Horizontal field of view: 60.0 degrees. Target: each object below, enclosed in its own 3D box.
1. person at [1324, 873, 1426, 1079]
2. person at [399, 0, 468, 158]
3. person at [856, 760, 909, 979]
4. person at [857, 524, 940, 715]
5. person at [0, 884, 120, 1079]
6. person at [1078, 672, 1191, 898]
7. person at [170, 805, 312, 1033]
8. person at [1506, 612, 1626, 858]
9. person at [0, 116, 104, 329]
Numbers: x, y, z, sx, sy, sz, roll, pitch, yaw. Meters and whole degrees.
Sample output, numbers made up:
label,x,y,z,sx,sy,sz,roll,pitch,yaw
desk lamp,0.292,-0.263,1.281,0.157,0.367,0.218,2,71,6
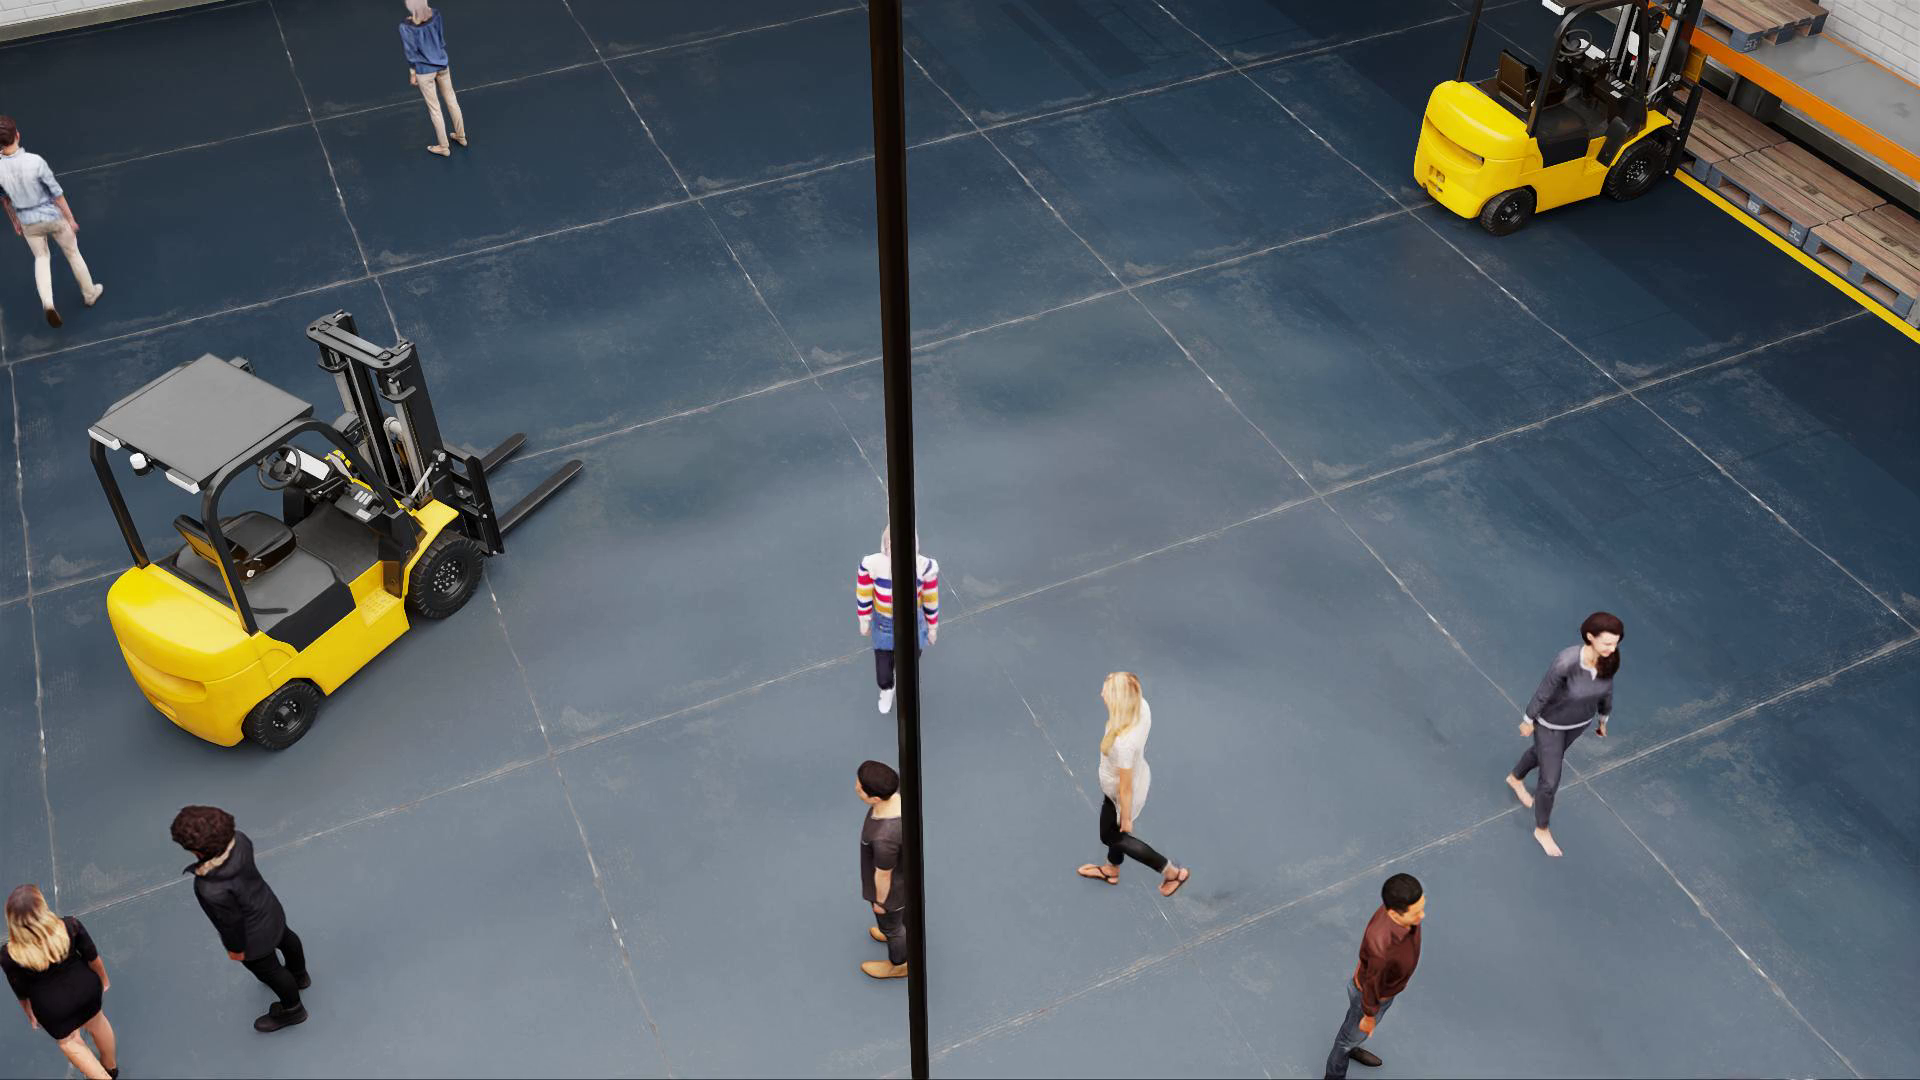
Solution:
label,x,y,z,sx,sy,sz,roll,pitch,yaw
person,2.143,2.294,8.604,0.726,1.782,0.719,22,48,22
person,-5.011,-4.465,15.770,0.727,1.694,0.705,25,49,24
person,-0.377,1.819,9.153,0.756,1.712,0.645,4,44,4
person,-0.375,0.472,10.504,0.783,1.798,0.804,-1,44,-1
person,-4.555,2.414,8.570,0.889,1.655,0.745,34,53,31
person,1.037,1.425,9.499,0.982,1.806,0.955,7,44,8
person,-3.800,2.009,8.904,0.761,1.780,0.646,-3,44,-3
person,3.555,1.014,9.975,0.662,1.743,0.889,-16,46,-16
person,-7.586,-2.599,13.703,0.859,1.833,1.091,-5,44,-5
